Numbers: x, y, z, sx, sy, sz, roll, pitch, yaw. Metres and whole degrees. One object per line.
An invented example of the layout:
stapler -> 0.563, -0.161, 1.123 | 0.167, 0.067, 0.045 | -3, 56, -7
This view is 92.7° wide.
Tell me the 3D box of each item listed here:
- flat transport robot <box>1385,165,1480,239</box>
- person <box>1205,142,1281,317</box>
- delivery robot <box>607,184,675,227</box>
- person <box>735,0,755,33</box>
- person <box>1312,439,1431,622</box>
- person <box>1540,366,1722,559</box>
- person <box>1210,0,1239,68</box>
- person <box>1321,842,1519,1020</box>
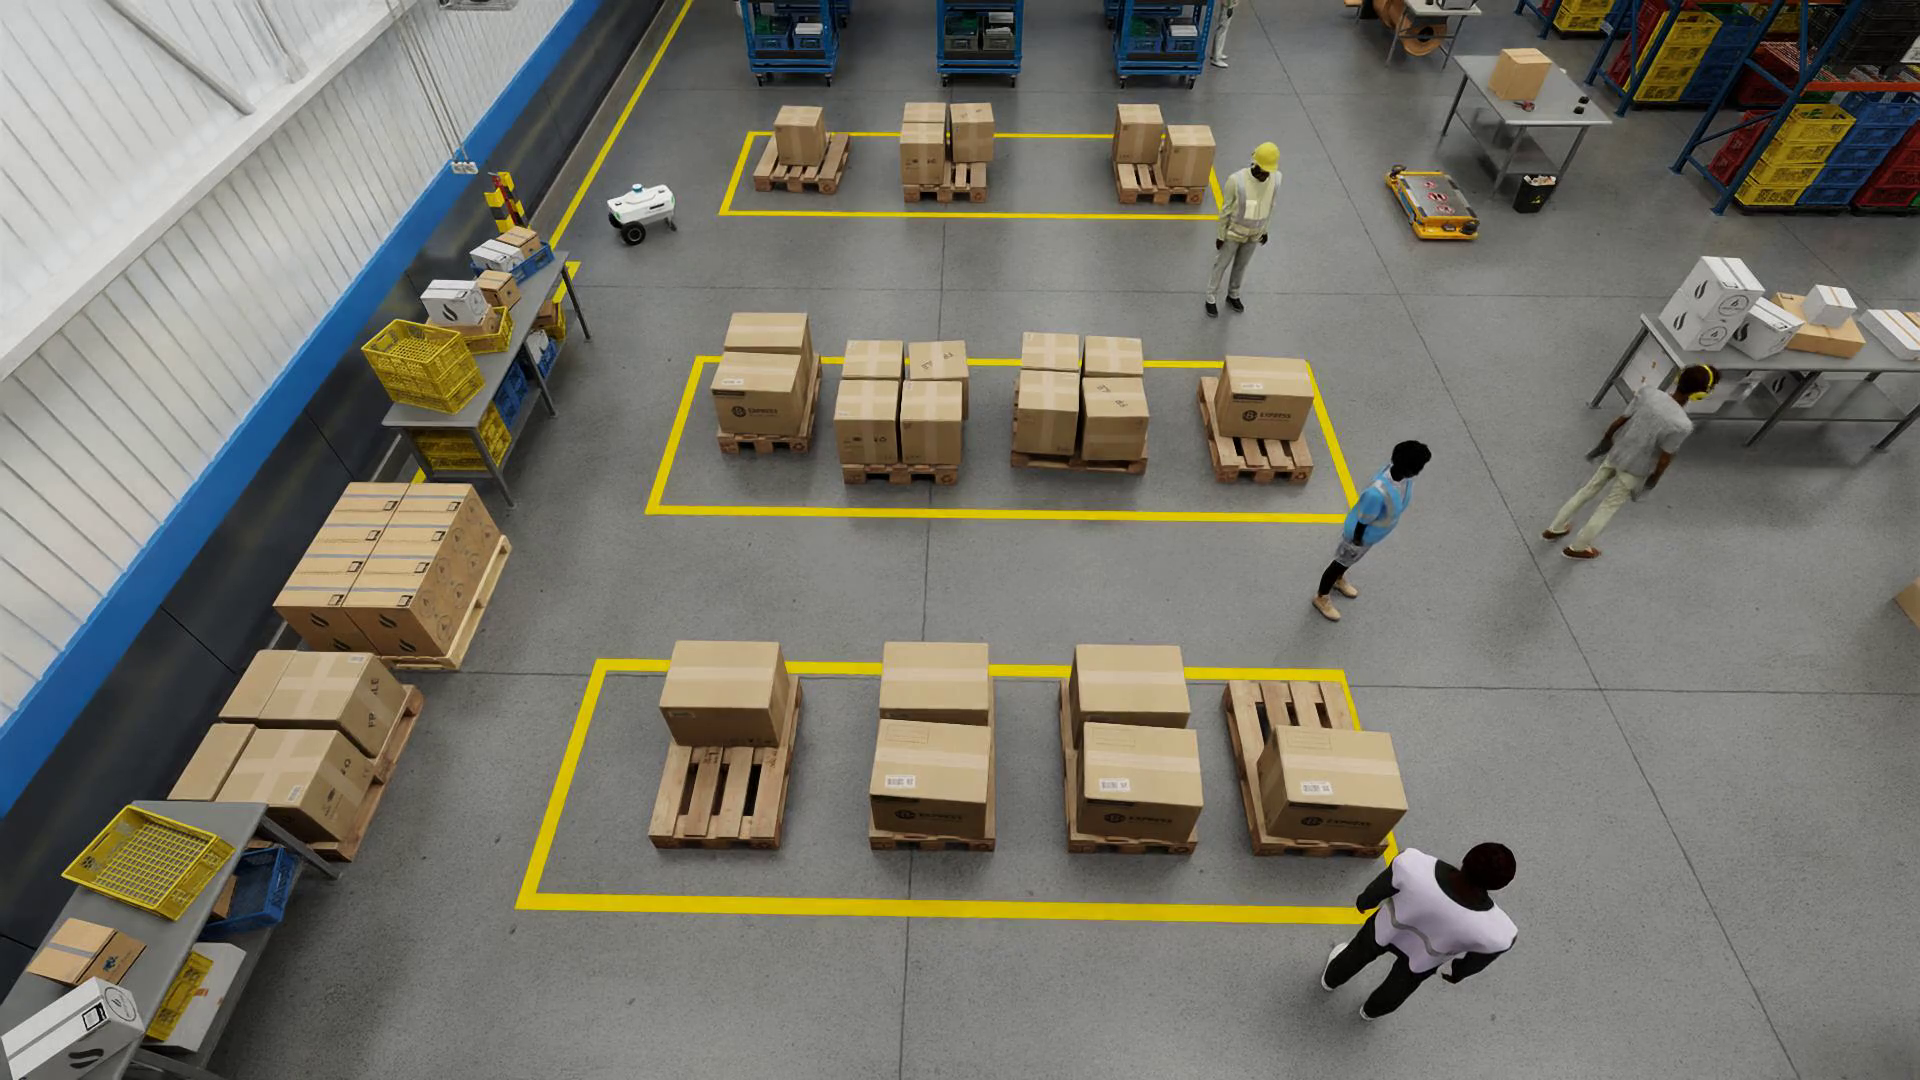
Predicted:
flat transport robot -> 5.692, -4.094, 11.059 | 0.652, 0.197, 1.431 | 1, 49, 1
person -> 2.839, -3.090, 9.171 | 0.586, 1.823, 0.404 | -12, 50, -10
delivery robot -> -3.685, -3.881, 10.628 | 0.707, 0.478, 0.477 | -27, 54, -21
person -> -3.436, -8.950, 14.160 | 0.619, 1.944, 0.965 | -30, 56, -24
person -> 2.966, -0.078, 6.662 | 0.321, 1.670, 0.530 | 36, 58, 27
person -> 5.047, -0.569, 6.977 | 0.371, 1.870, 0.589 | -11, 50, -9
person -> 3.939, -7.845, 13.406 | 0.306, 1.640, 0.522 | 8, 50, 7
person -> 2.318, 2.018, 4.686 | 0.597, 1.918, 0.379 | 37, 58, 27
